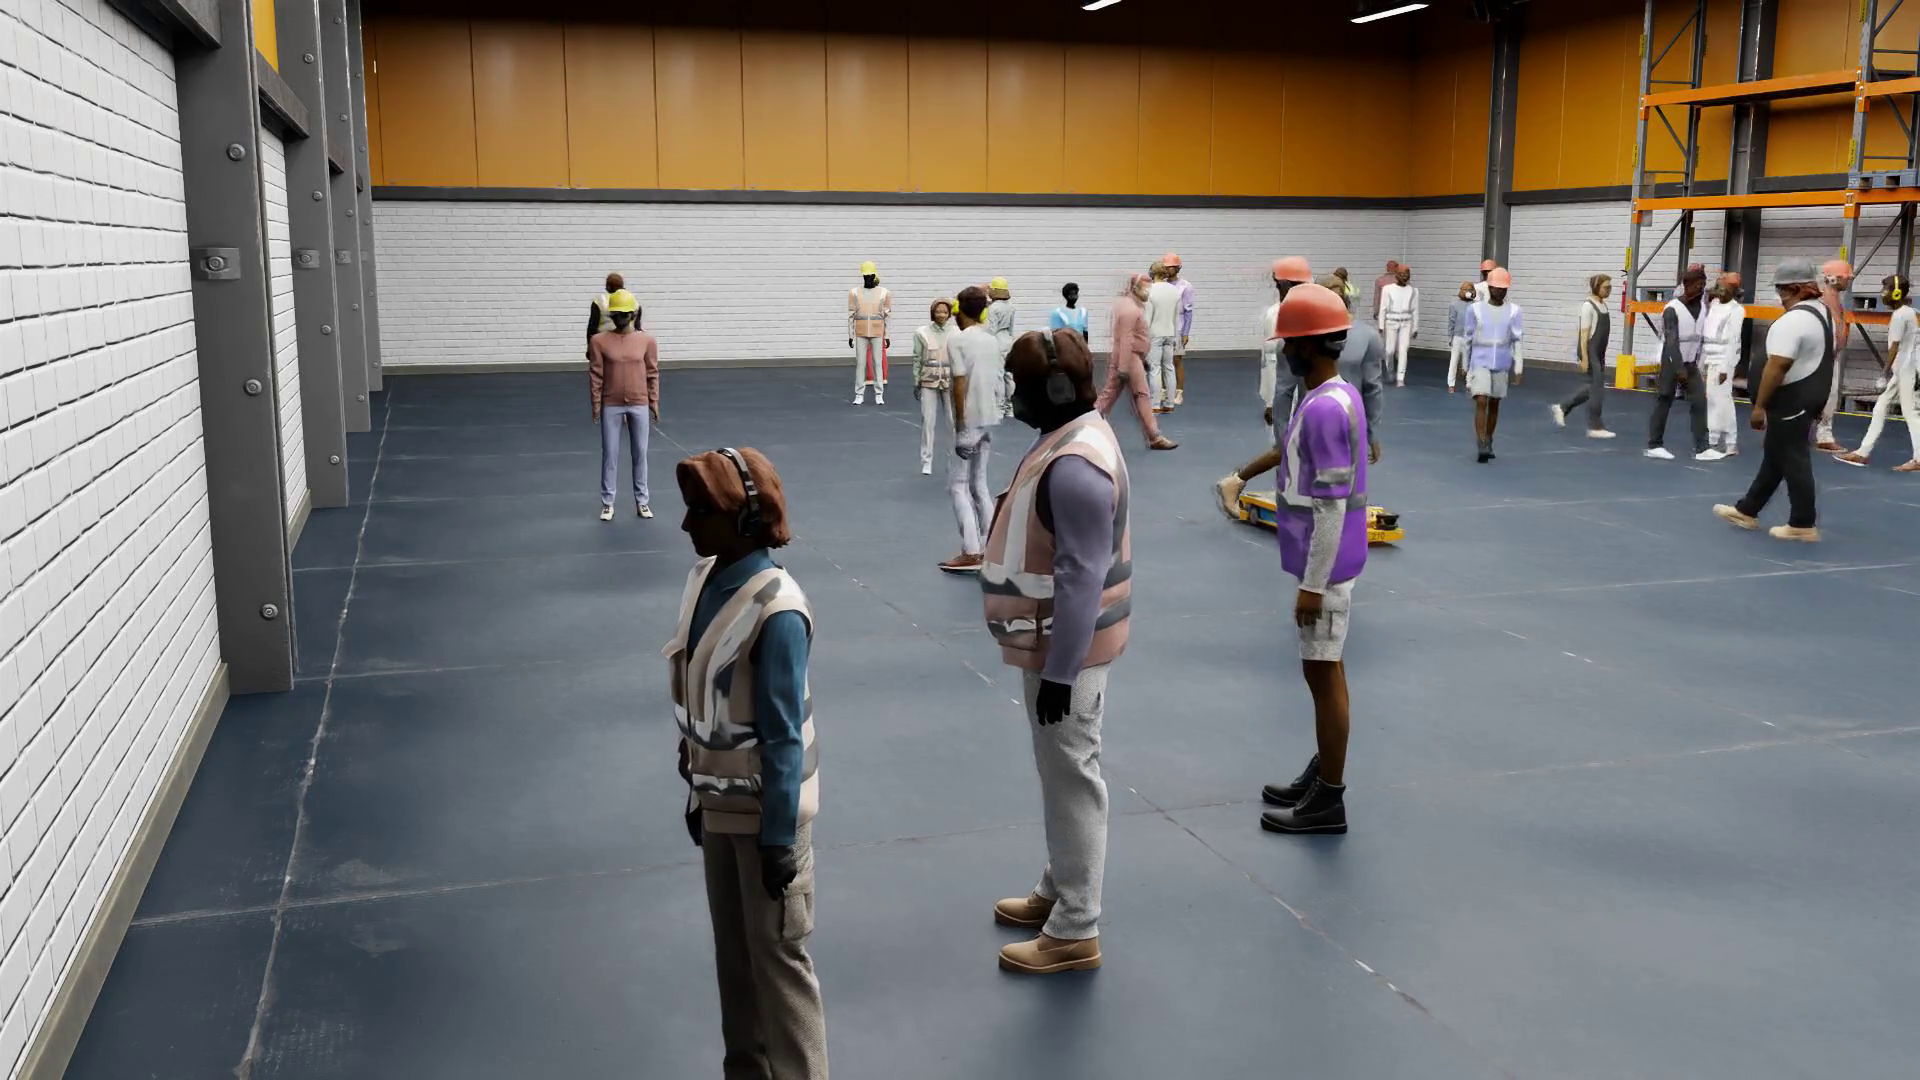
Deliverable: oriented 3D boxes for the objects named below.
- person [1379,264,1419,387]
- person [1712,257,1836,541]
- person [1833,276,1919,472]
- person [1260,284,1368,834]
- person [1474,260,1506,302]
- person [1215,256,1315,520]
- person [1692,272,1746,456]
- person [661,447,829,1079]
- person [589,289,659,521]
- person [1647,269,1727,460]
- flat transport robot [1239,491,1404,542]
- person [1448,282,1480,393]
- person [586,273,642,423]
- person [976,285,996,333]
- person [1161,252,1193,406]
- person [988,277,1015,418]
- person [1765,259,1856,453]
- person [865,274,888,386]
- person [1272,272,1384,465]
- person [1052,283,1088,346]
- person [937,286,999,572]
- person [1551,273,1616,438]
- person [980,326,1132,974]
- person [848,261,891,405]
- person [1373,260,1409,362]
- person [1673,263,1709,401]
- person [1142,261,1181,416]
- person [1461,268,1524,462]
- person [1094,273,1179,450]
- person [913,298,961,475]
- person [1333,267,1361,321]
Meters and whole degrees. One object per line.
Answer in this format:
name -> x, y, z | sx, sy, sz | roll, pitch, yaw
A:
person -> 6.730, -3.291, 25.553 | 0.607, 1.868, 0.670 | 1, 10, 6
person -> 5.843, -1.029, 11.938 | 0.825, 2.000, 0.703 | 9, 14, 43
person -> 8.715, -1.556, 15.621 | 0.898, 1.820, 0.532 | 6, 11, 30
person -> 1.241, 0.075, 5.859 | 0.376, 1.934, 0.546 | 3, 10, 16
person -> 8.143, -3.357, 25.717 | 0.542, 1.937, 0.360 | -1, 10, -4
person -> 2.324, -1.077, 12.288 | 0.692, 2.027, 0.611 | 4, 10, 20
person -> 7.732, -1.788, 16.910 | 0.346, 1.853, 0.671 | 0, 10, 2
person -> -0.468, 0.604, 3.680 | 0.315, 1.629, 0.508 | -5, 11, -28
person -> -2.560, -1.028, 12.737 | 0.527, 1.765, 0.328 | -3, 10, -16
person -> 7.143, -1.699, 16.281 | 0.605, 1.875, 0.896 | -5, 11, -29
flat transport robot -> 2.584, -0.188, 12.190 | 0.652, 0.197, 1.431 | -3, 10, -17
person -> 7.386, -2.961, 24.338 | 0.497, 1.626, 0.287 | 0, 10, 3
person -> -4.174, -2.322, 20.148 | 0.633, 1.802, 0.956 | -7, 12, -34
person -> 0.389, -2.751, 23.209 | 0.527, 1.582, 0.865 | -2, 10, -13
person -> 2.813, -2.817, 22.285 | 0.607, 2.044, 0.378 | 8, 12, 38
person -> 0.485, -2.381, 20.630 | 0.296, 1.744, 0.484 | 7, 12, 37
person -> 8.778, -1.888, 17.082 | 0.692, 1.981, 0.642 | 9, 13, 42
person -> -1.343, -3.258, 25.648 | 0.533, 1.765, 0.330 | -7, 12, -34
person -> 2.176, -0.619, 9.885 | 0.654, 1.926, 0.440 | 2, 10, 9
person -> 1.351, -2.410, 21.008 | 0.538, 1.680, 0.665 | -5, 11, -28
person -> 0.082, -0.717, 10.742 | 0.456, 1.829, 0.564 | 8, 13, 38
person -> 6.991, -2.057, 18.534 | 0.724, 1.827, 0.513 | 9, 13, 42
person -> 0.271, 0.313, 4.769 | 0.429, 1.838, 0.621 | 0, 10, 1
person -> -1.220, -2.783, 22.422 | 0.587, 1.927, 0.367 | 0, 10, -1
person -> 8.116, -4.312, 31.342 | 0.649, 1.904, 0.401 | 2, 10, 9
person -> 10.111, -2.866, 22.976 | 0.410, 1.906, 0.642 | -2, 10, -9
person -> 2.495, -2.523, 20.896 | 0.629, 1.936, 0.372 | -7, 12, -35
person -> 5.234, -1.701, 16.278 | 0.551, 1.887, 0.963 | 1, 10, 5
person -> 1.744, -1.830, 17.187 | 0.996, 1.838, 0.620 | 0, 10, -2
person -> -0.184, -1.413, 15.363 | 0.514, 1.631, 0.315 | -1, 10, -5
person -> 5.794, -3.254, 25.423 | 0.639, 1.829, 0.432 | 2, 10, 12
